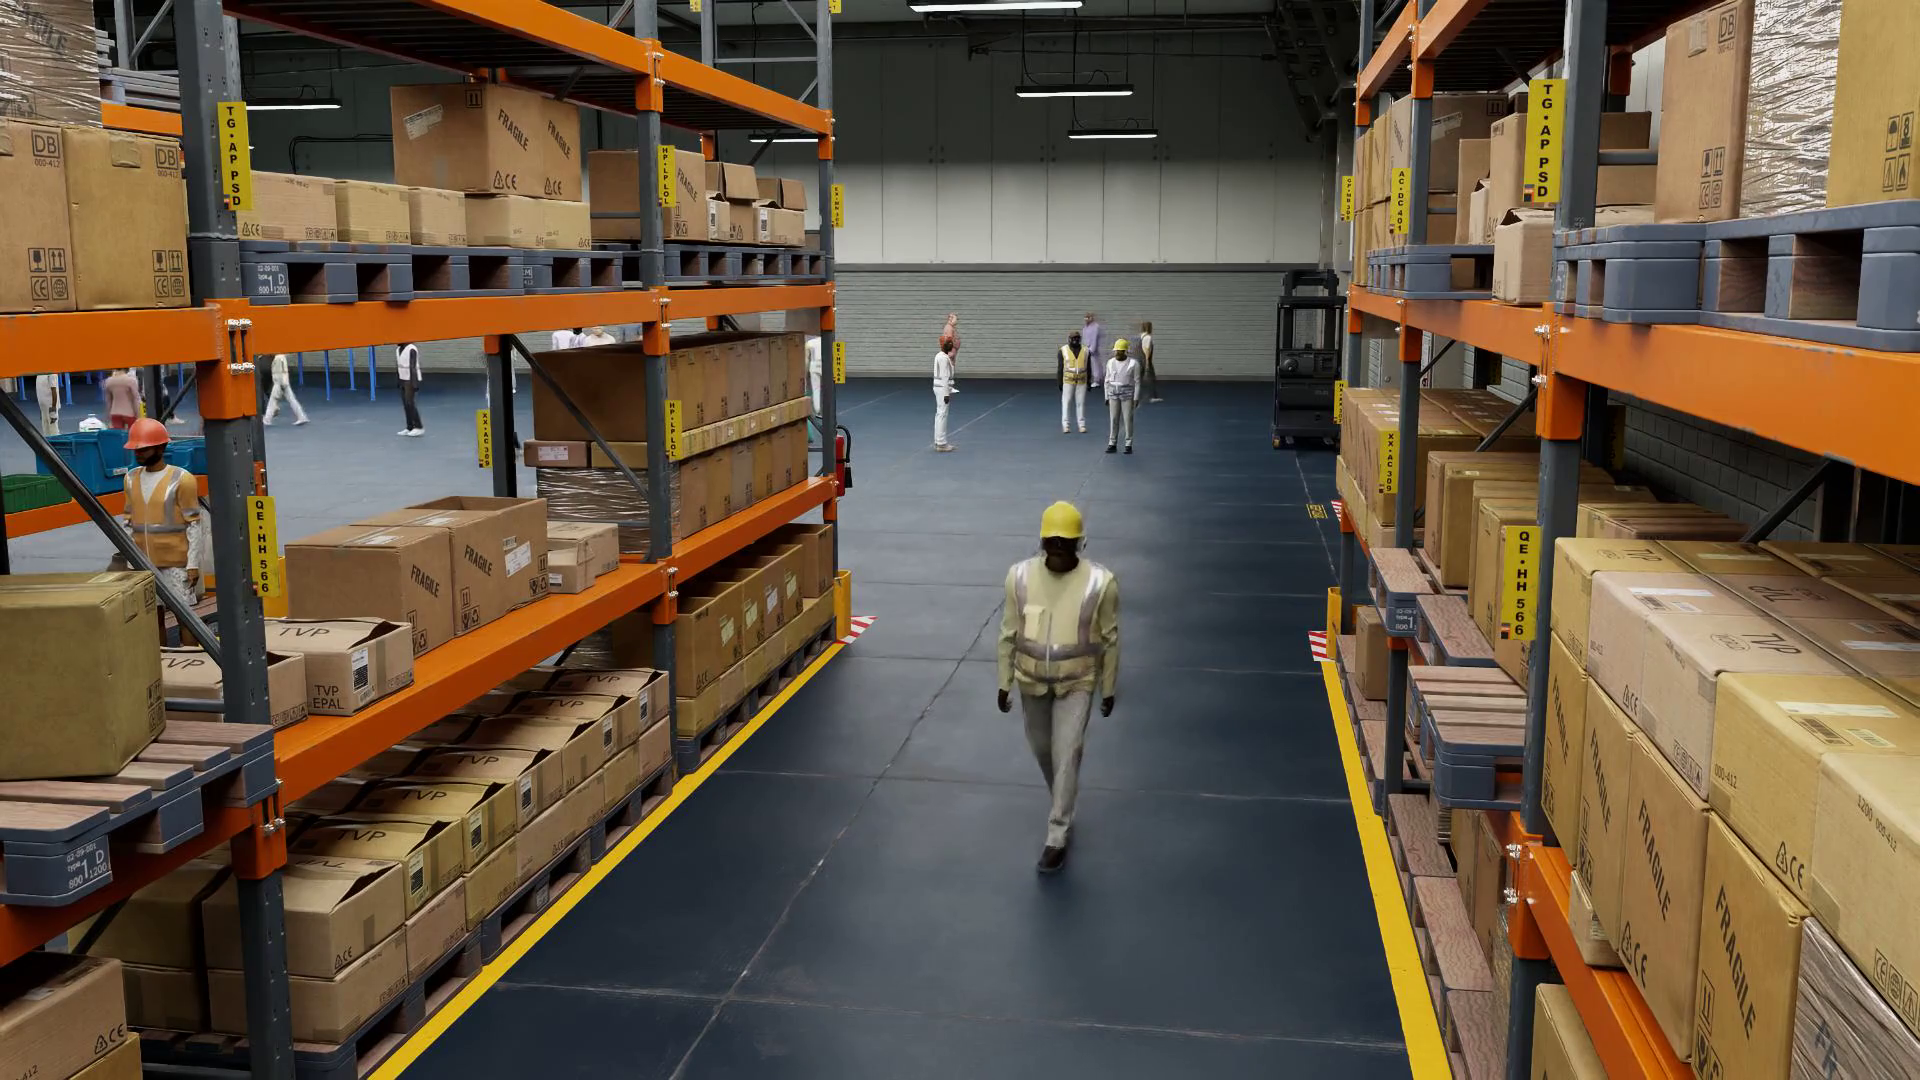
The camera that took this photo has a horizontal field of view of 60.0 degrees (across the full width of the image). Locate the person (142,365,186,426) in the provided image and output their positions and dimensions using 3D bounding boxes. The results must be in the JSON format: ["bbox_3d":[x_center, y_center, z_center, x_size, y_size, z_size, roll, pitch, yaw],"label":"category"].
[{"bbox_3d":[-15.127,-2.955,31.235,0.886,1.653,0.537,-2,9,-11],"label":"person"}]

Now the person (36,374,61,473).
[{"bbox_3d":[-13.095,-1.859,23.857,0.500,1.862,0.332,7,12,38],"label":"person"}]

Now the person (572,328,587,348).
[{"bbox_3d":[-8.037,-3.731,35.178,0.366,1.926,0.594,-3,10,-18],"label":"person"}]

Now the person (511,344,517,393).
[{"bbox_3d":[-10.809,-4.309,39.649,0.497,1.632,0.289,-6,11,-34],"label":"person"}]

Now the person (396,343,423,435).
[{"bbox_3d":[-9.809,-2.816,29.577,0.396,1.910,0.624,-9,13,-44],"label":"person"}]

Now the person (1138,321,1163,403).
[{"bbox_3d":[4.064,-3.962,36.994,0.896,1.819,0.518,-3,10,-20],"label":"person"}]

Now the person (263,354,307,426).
[{"bbox_3d":[-12.797,-2.943,31.372,0.871,1.596,0.515,-1,9,-8],"label":"person"}]

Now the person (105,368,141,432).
[{"bbox_3d":[-11.796,-1.771,23.603,0.547,1.747,0.591,1,9,7],"label":"person"}]

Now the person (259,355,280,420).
[{"bbox_3d":[-13.743,-3.362,32.681,0.539,2.000,0.679,6,11,32],"label":"person"}]

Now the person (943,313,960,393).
[{"bbox_3d":[-0.195,-4.499,40.000,0.406,1.902,0.637,-1,9,-4],"label":"person"}]

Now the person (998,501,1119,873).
[{"bbox_3d":[0.504,0.675,8.401,0.594,1.804,0.878,3,10,18],"label":"person"}]

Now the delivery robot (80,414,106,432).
[{"bbox_3d":[-14.392,-1.843,27.594,0.477,0.478,0.707,-6,11,-31],"label":"delivery robot"}]

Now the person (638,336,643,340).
[{"bbox_3d":[-6.429,-3.355,33.875,0.528,1.585,0.748,-2,9,-14],"label":"person"}]

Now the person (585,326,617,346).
[{"bbox_3d":[-7.310,-3.506,33.917,0.658,1.896,0.403,-1,9,-4],"label":"person"}]

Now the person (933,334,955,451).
[{"bbox_3d":[-0.263,-2.407,27.146,0.338,1.882,0.582,-1,9,-8],"label":"person"}]

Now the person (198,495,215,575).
[{"bbox_3d":[-6.822,-0.404,15.594,0.546,1.608,0.757,8,12,41],"label":"person"}]

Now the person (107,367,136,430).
[{"bbox_3d":[-14.962,-2.864,29.903,0.965,1.913,0.630,-6,11,-34],"label":"person"}]

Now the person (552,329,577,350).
[{"bbox_3d":[-8.910,-4.098,37.574,0.559,1.894,0.985,-1,9,-7],"label":"person"}]

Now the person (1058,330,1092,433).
[{"bbox_3d":[2.078,-2.866,30.108,0.624,1.843,0.429,-1,9,-8],"label":"person"}]

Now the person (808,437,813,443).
[{"bbox_3d":[-2.799,-2.485,28.086,0.660,1.734,0.536,-1,9,-7],"label":"person"}]

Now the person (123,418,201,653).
[{"bbox_3d":[-5.445,0.134,11.317,0.551,1.933,0.373,2,9,11],"label":"person"}]

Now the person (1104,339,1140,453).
[{"bbox_3d":[2.591,-2.313,26.732,0.599,1.827,0.403,5,10,27],"label":"person"}]

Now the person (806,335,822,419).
[{"bbox_3d":[-2.754,-3.370,33.073,0.608,1.892,1.023,0,9,-3],"label":"person"}]

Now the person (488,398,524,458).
[{"bbox_3d":[-7.002,-2.058,25.650,0.838,1.653,0.553,0,9,-2],"label":"person"}]

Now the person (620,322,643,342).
[{"bbox_3d":[-8.574,-5.092,43.541,0.635,1.936,0.353,1,9,4],"label":"person"}]

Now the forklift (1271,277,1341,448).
[{"bbox_3d":[5.847,-3.016,27.970,1.129,2.768,1.873,1,9,9],"label":"forklift"}]

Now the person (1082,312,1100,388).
[{"bbox_3d":[3.178,-4.754,41.619,0.797,1.877,0.654,-5,11,-29],"label":"person"}]
